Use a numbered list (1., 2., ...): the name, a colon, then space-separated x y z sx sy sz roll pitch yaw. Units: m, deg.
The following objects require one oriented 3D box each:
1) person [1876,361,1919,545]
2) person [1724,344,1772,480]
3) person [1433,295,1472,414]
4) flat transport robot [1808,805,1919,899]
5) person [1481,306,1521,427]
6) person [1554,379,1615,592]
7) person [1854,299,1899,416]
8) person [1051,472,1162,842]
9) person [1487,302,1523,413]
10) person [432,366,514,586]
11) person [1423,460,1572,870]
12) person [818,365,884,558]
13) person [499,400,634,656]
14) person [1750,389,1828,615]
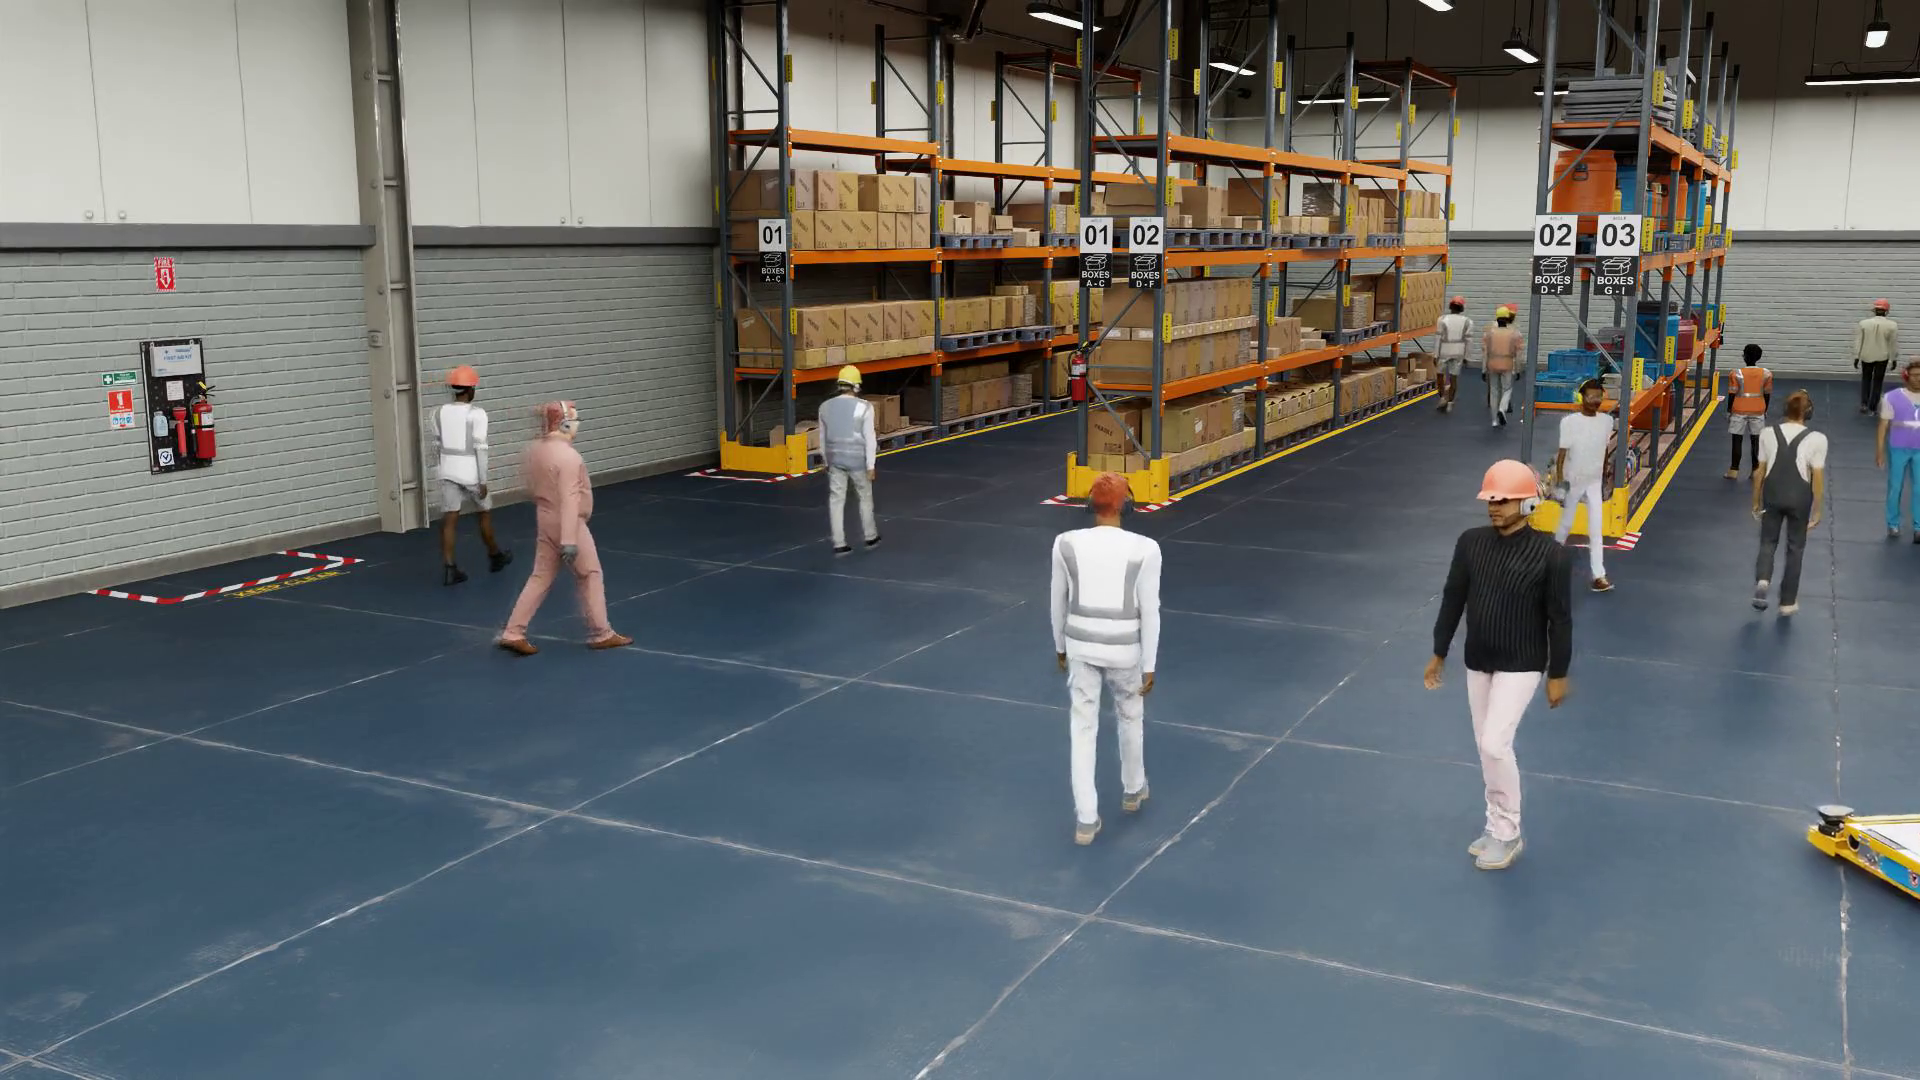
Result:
1. person: 9.393 -0.862 16.441 0.596 1.792 0.955 3 11 18
2. person: 9.787 -1.587 20.671 0.539 1.700 0.317 1 10 3
3. person: 8.407 -3.181 28.505 0.637 2.012 0.614 0 10 2
4. flat transport robot: 4.623 1.526 7.598 0.652 0.197 1.431 -1 10 -7
5. person: 8.532 -2.723 26.266 0.603 1.915 0.511 4 11 21
6. person: 5.376 -0.484 14.342 0.549 1.815 1.000 -1 10 -5
7. person: 15.485 -3.079 28.058 0.647 1.968 0.681 9 14 39
8. person: 0.765 0.560 8.584 0.584 1.845 0.914 3 11 15
9. person: 9.425 -3.183 28.825 0.543 1.908 0.875 0 10 2
10. person: -4.336 -0.590 14.700 0.568 1.888 0.960 3 11 15
11. person: 2.557 0.596 8.015 0.601 1.973 0.622 -6 12 -32
12. person: -1.014 -0.767 15.917 0.626 1.796 0.844 4 11 20
13. person: -2.912 -0.084 12.033 0.969 1.867 0.656 -8 13 -37
14. person: 6.562 -0.283 13.209 0.542 1.829 0.521 8 13 38
